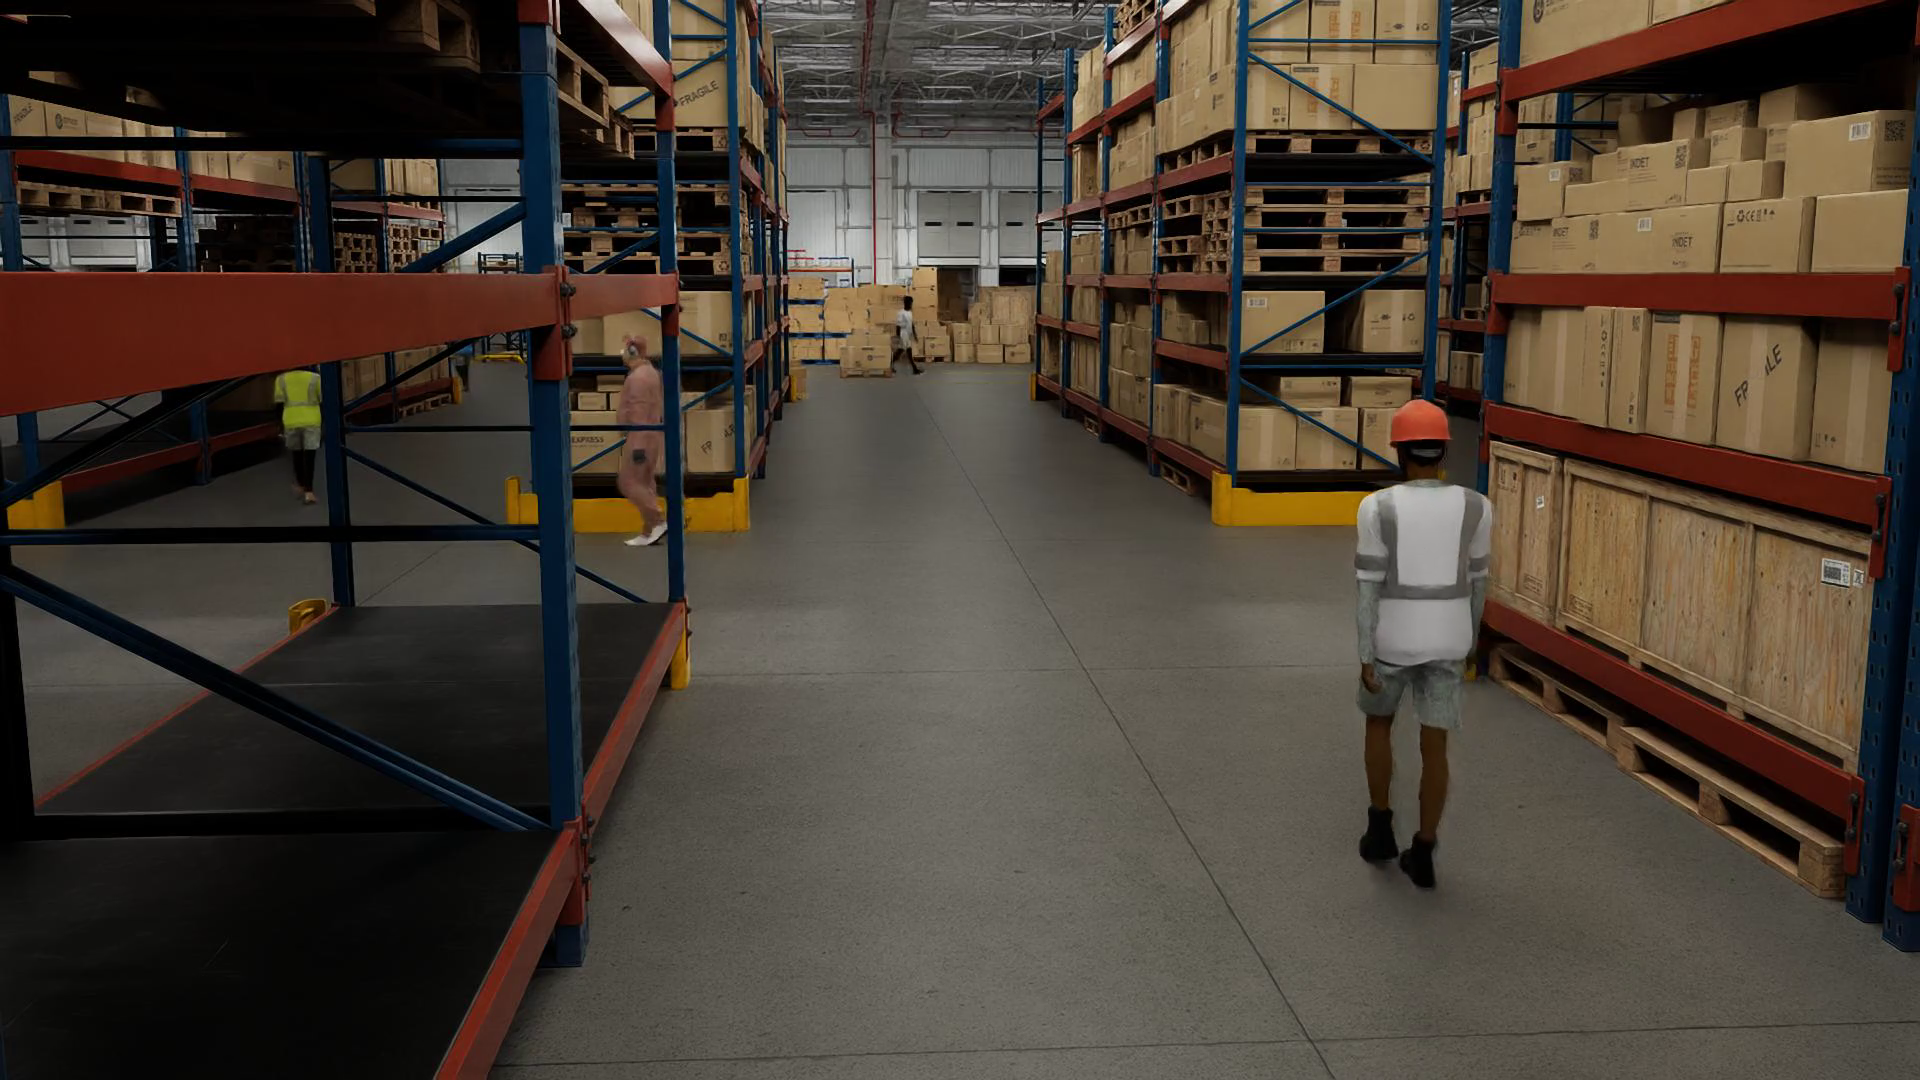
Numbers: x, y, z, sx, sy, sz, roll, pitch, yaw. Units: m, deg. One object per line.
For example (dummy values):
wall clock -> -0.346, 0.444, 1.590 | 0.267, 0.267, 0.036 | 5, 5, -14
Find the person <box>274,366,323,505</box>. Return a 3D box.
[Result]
person -> -6.940, -1.224, 17.627 | 0.533, 1.652, 0.903 | -1, 9, -5

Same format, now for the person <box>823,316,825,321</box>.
person -> -4.313, -6.524, 50.508 | 0.703, 1.810, 0.356 | -3, 9, -16

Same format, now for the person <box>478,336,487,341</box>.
person -> -17.464, -8.105, 60.716 | 0.535, 1.700, 0.318 | 1, 9, 6

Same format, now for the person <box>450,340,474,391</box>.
person -> -10.226, -3.872, 34.232 | 0.533, 1.673, 0.661 | -7, 11, -36

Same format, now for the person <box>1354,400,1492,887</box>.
person -> 1.826, 0.399, 6.655 | 0.544, 1.908, 0.608 | 1, 9, 5

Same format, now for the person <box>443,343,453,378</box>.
person -> -12.001, -4.681, 38.468 | 0.542, 1.939, 0.366 | 8, 12, 43

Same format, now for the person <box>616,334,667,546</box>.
person -> -2.824, -0.864, 14.649 | 0.419, 1.891, 0.669 | 0, 9, -2

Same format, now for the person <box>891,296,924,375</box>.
person -> -1.360, -4.957, 40.294 | 1.019, 1.921, 0.632 | 4, 10, 21
